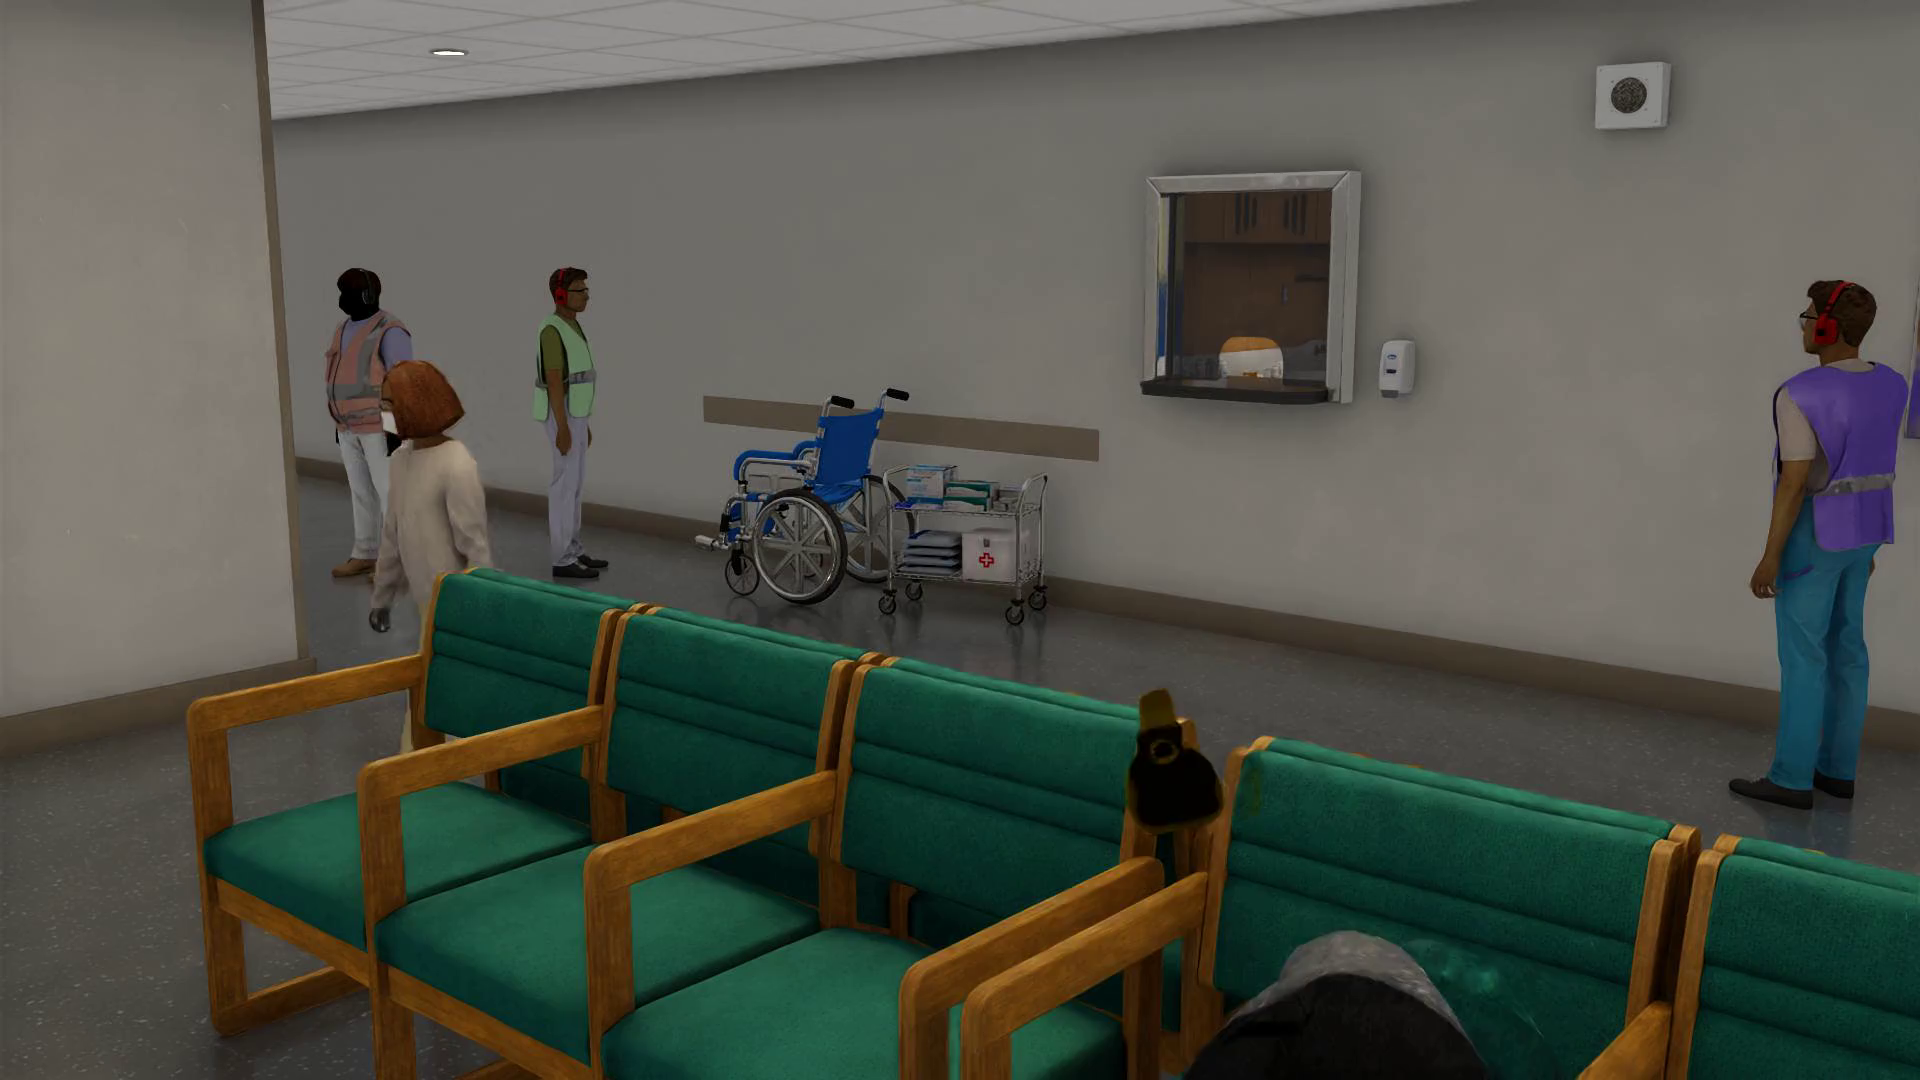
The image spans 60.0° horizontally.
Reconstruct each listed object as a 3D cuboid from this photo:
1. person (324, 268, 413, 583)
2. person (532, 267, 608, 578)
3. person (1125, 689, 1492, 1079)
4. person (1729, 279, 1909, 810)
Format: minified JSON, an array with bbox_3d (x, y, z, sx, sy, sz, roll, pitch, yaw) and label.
[{"bbox_3d":[-3.490,-0.670,9.796,0.621,1.845,0.429,7,12,35],"label":"person"},{"bbox_3d":[-2.351,-0.702,9.966,0.386,1.845,0.568,0,10,-1],"label":"person"},{"bbox_3d":[0.256,0.880,1.049,0.973,1.818,0.549,5,11,28],"label":"person"},{"bbox_3d":[3.027,0.025,5.815,0.566,1.850,0.389,-5,11,-27],"label":"person"}]
